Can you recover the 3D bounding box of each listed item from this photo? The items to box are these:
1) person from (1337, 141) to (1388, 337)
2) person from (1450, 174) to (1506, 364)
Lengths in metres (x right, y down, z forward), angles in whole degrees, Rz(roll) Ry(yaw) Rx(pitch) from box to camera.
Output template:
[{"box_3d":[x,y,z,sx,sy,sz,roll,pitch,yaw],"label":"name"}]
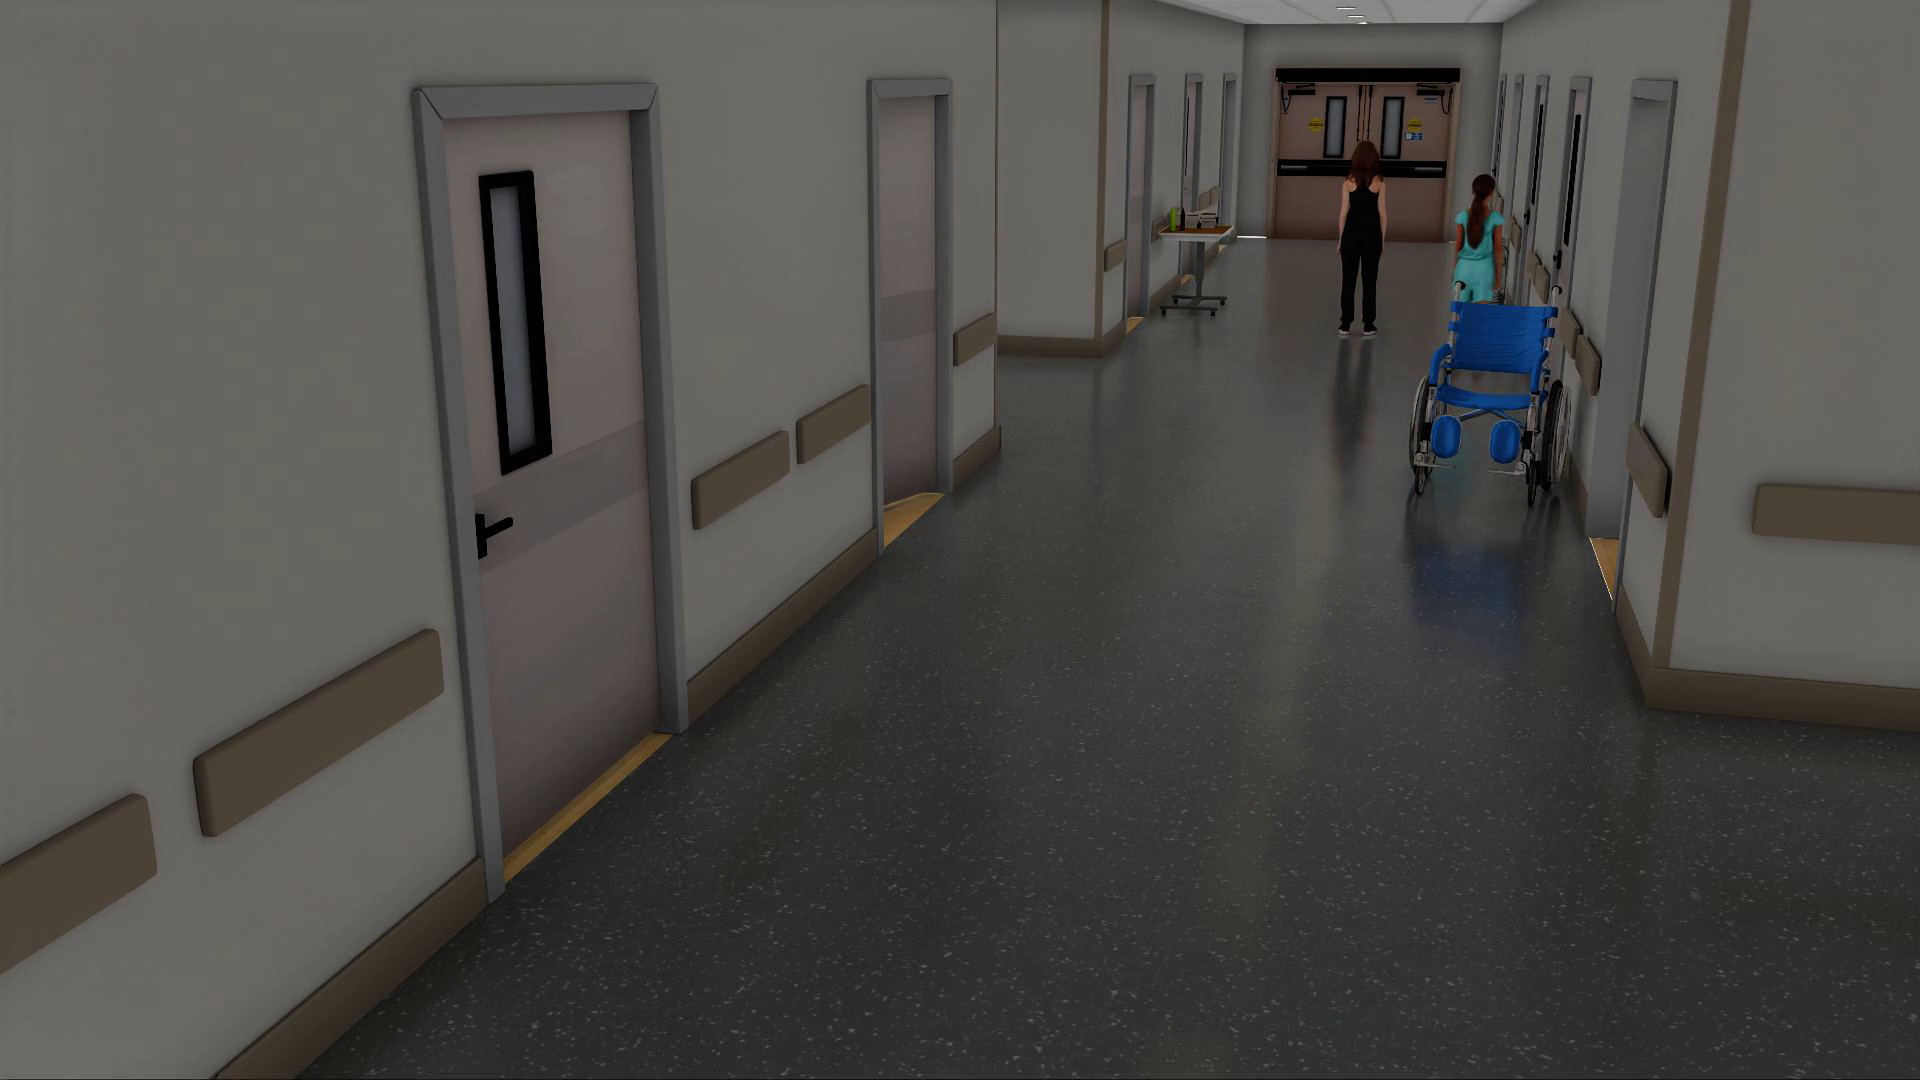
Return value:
[{"box_3d":[3.662,-2.753,15.179,0.579,1.745,0.511,5,16,16],"label":"person"},{"box_3d":[4.158,-2.165,13.438,0.595,1.558,0.593,8,17,26],"label":"person"}]
